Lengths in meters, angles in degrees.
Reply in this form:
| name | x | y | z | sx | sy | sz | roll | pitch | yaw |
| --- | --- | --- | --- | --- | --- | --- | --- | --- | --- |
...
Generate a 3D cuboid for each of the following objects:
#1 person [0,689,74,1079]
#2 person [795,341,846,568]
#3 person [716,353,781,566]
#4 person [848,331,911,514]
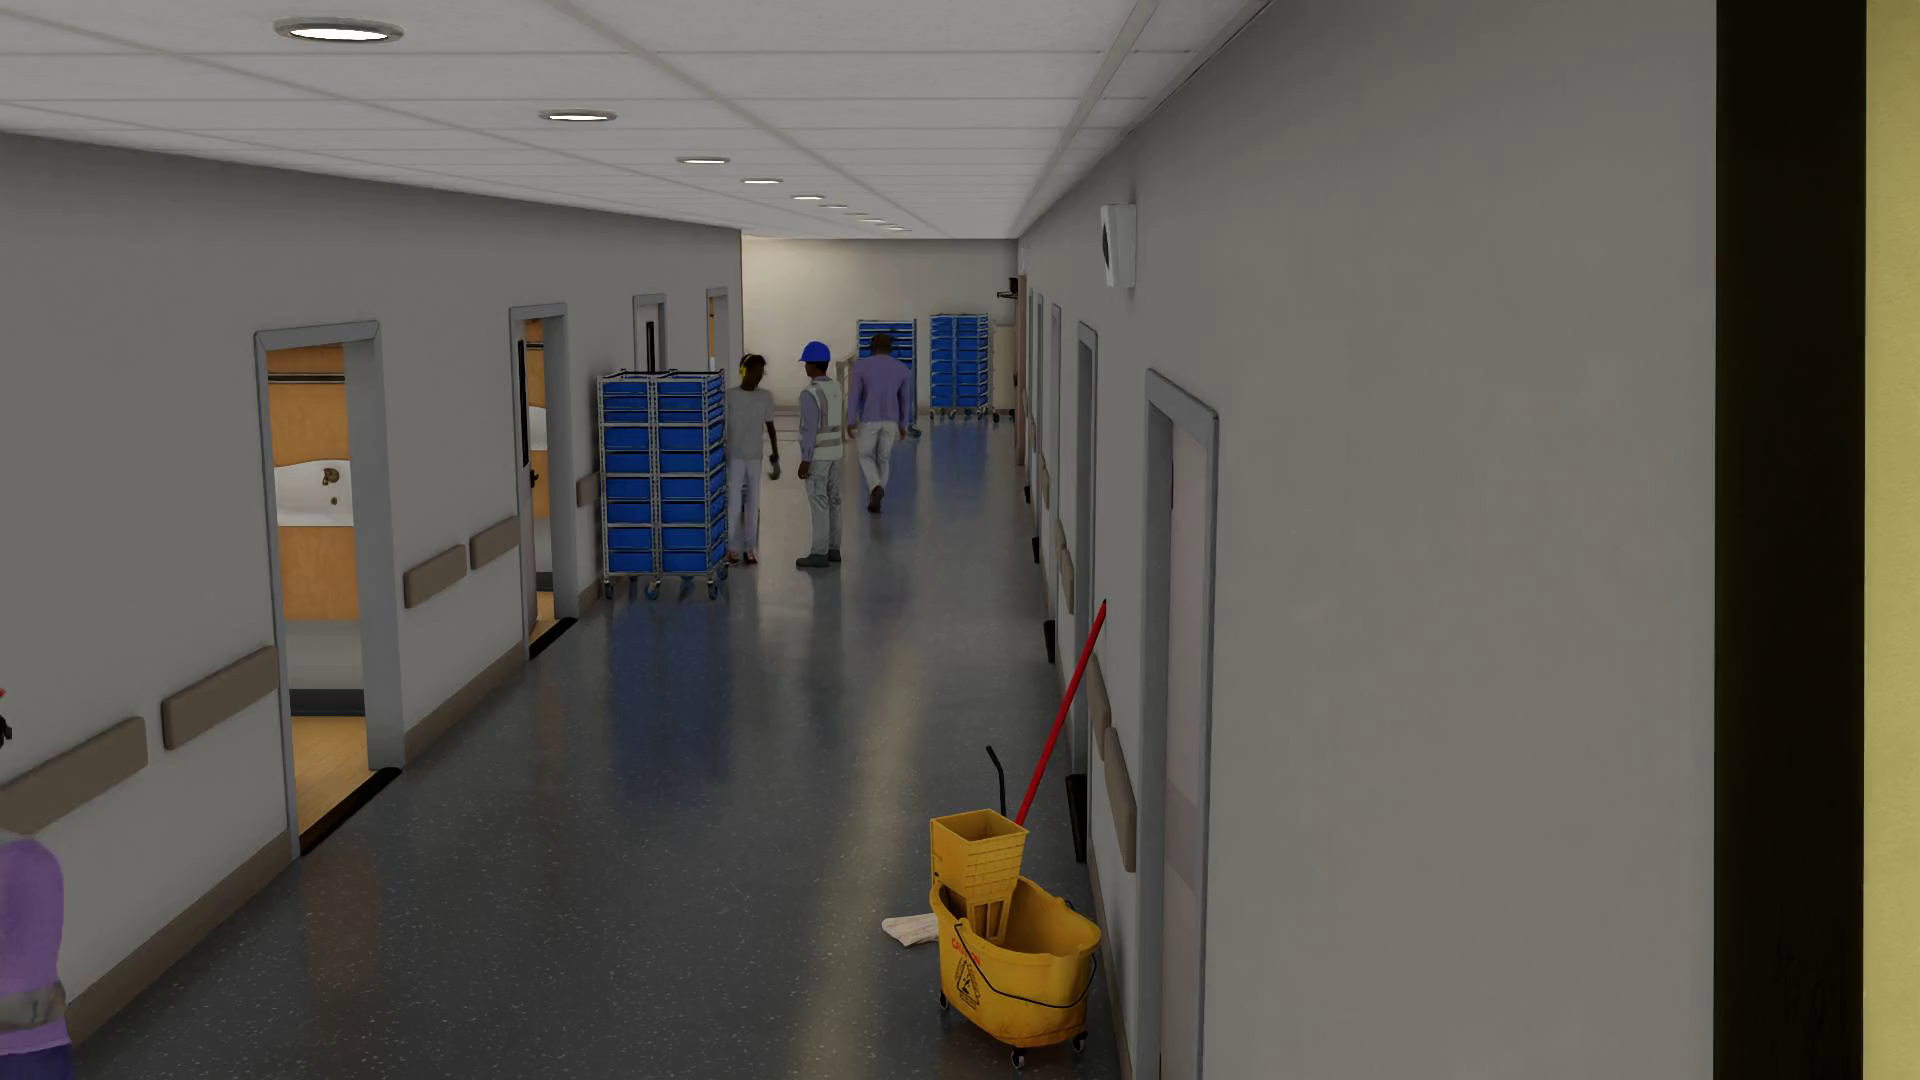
| name | x | y | z | sx | sy | sz | roll | pitch | yaw |
| --- | --- | --- | --- | --- | --- | --- | --- | --- | --- |
| person | -1.828 | 1.135 | 3.096 | 0.639 | 1.978 | 1.035 | 3 | 10 | 15 |
| person | -1.206 | -0.737 | 14.355 | 0.384 | 1.949 | 0.604 | 4 | 10 | 22 |
| person | -1.812 | -0.677 | 14.356 | 0.571 | 1.841 | 0.561 | -4 | 10 | -24 |
| person | -0.823 | -1.206 | 17.273 | 0.683 | 1.910 | 0.579 | -3 | 10 | -17 |
